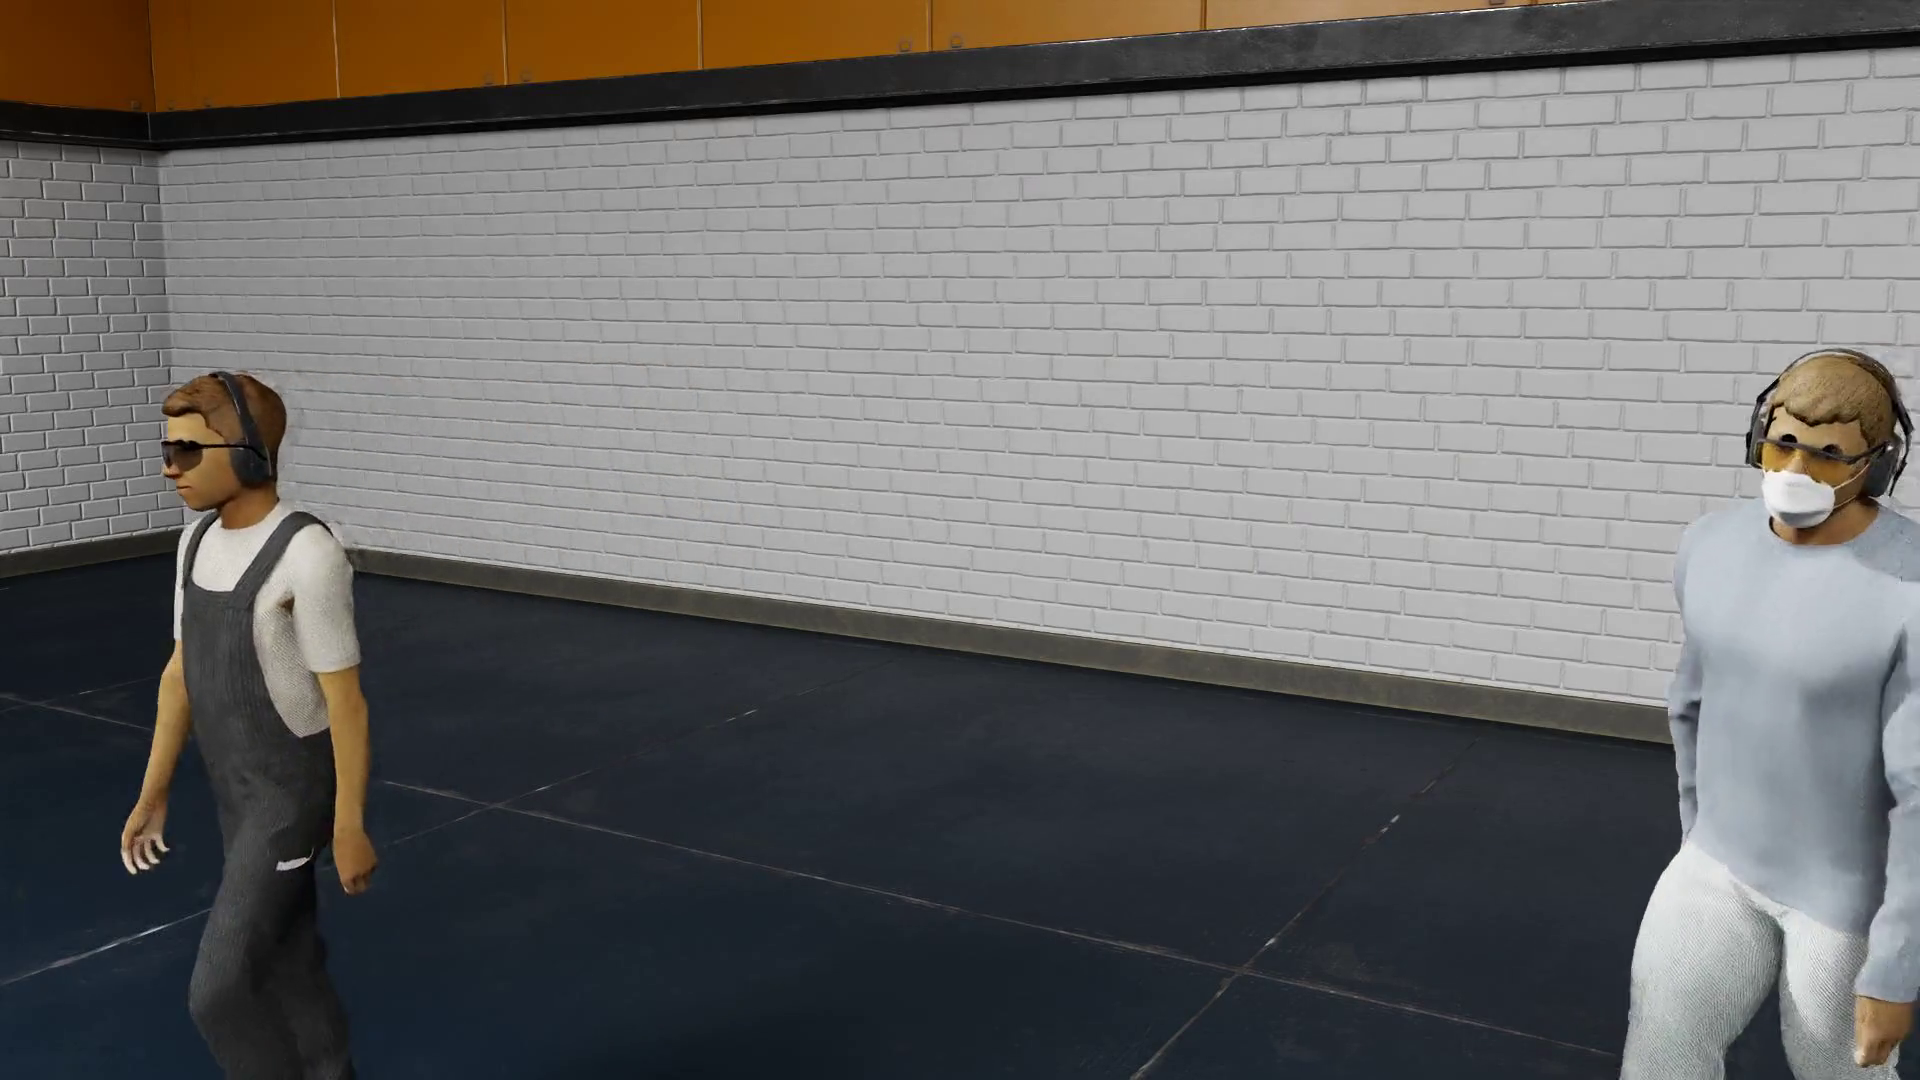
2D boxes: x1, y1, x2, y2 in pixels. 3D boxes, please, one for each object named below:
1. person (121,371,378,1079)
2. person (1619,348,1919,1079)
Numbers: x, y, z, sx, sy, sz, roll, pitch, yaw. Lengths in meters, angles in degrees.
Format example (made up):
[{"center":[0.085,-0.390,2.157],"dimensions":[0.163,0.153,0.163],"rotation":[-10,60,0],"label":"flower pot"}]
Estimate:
[{"center":[-1.498,0.567,3.447],"dimensions":[0.515,1.822,0.568],"rotation":[9,13,44],"label":"person"},{"center":[1.359,0.629,2.849],"dimensions":[0.978,1.891,0.649],"rotation":[-4,10,-23],"label":"person"}]
